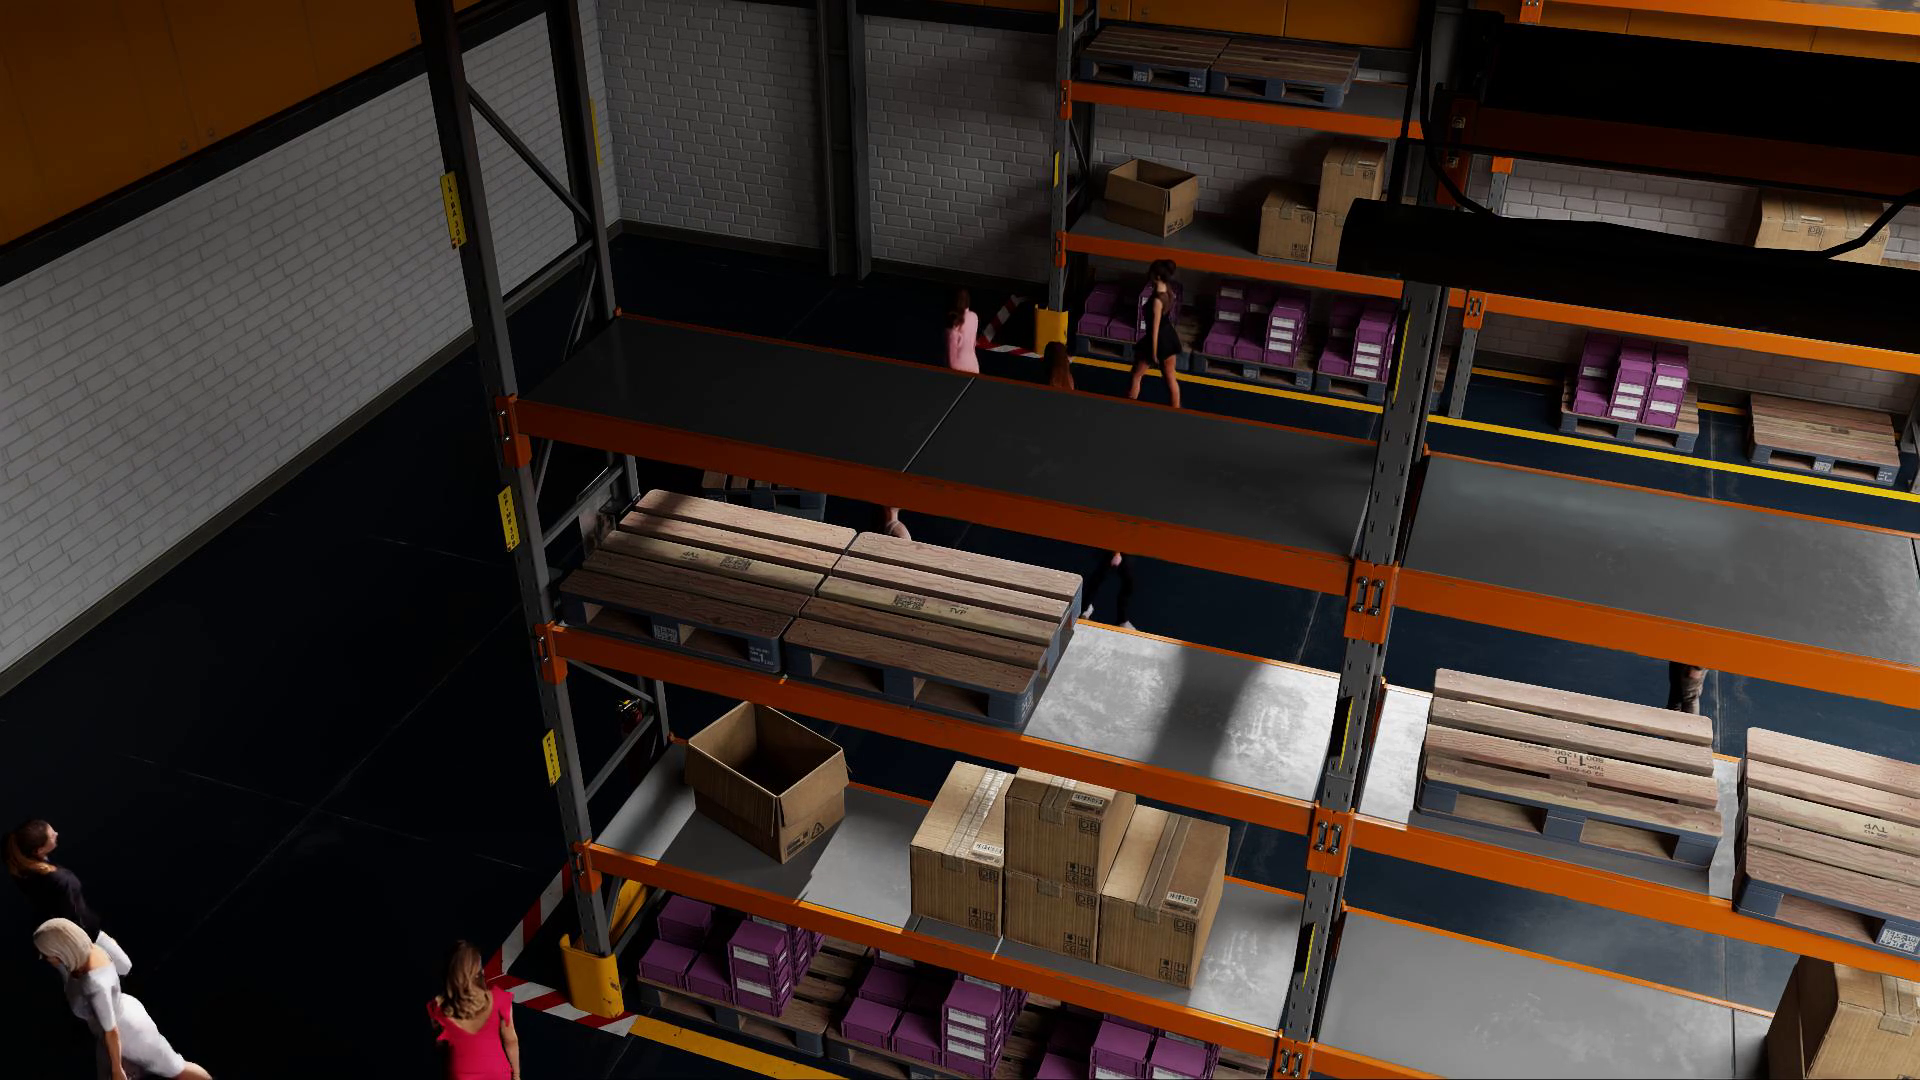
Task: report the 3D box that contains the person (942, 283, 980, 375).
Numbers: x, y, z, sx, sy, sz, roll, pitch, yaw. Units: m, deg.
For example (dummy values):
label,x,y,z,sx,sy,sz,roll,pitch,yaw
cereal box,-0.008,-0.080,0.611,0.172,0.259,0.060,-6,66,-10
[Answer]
label,x,y,z,sx,sy,sz,roll,pitch,yaw
person,0.068,-1.383,14.542,0.738,1.788,0.717,27,42,35

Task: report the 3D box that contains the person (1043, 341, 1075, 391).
label,x,y,z,sx,sy,sz,roll,pitch,yaw
person,0.847,-0.822,13.766,0.982,1.713,0.771,24,41,32

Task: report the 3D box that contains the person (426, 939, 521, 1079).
label,x,y,z,sx,sy,sz,roll,pitch,yaw
person,-2.402,2.780,8.385,1.028,1.671,1.095,-14,36,-20

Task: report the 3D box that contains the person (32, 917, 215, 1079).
label,x,y,z,sx,sy,sz,roll,pitch,yaw
person,-4.289,2.553,8.709,1.128,1.691,1.031,29,43,36

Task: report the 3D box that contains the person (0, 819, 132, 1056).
label,x,y,z,sx,sy,sz,roll,pitch,yaw
person,-4.945,2.256,9.130,0.634,1.720,0.768,16,37,22

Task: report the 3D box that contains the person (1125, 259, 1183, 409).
label,x,y,z,sx,sy,sz,roll,pitch,yaw
person,1.900,-1.781,15.268,0.954,1.649,0.664,17,37,24
